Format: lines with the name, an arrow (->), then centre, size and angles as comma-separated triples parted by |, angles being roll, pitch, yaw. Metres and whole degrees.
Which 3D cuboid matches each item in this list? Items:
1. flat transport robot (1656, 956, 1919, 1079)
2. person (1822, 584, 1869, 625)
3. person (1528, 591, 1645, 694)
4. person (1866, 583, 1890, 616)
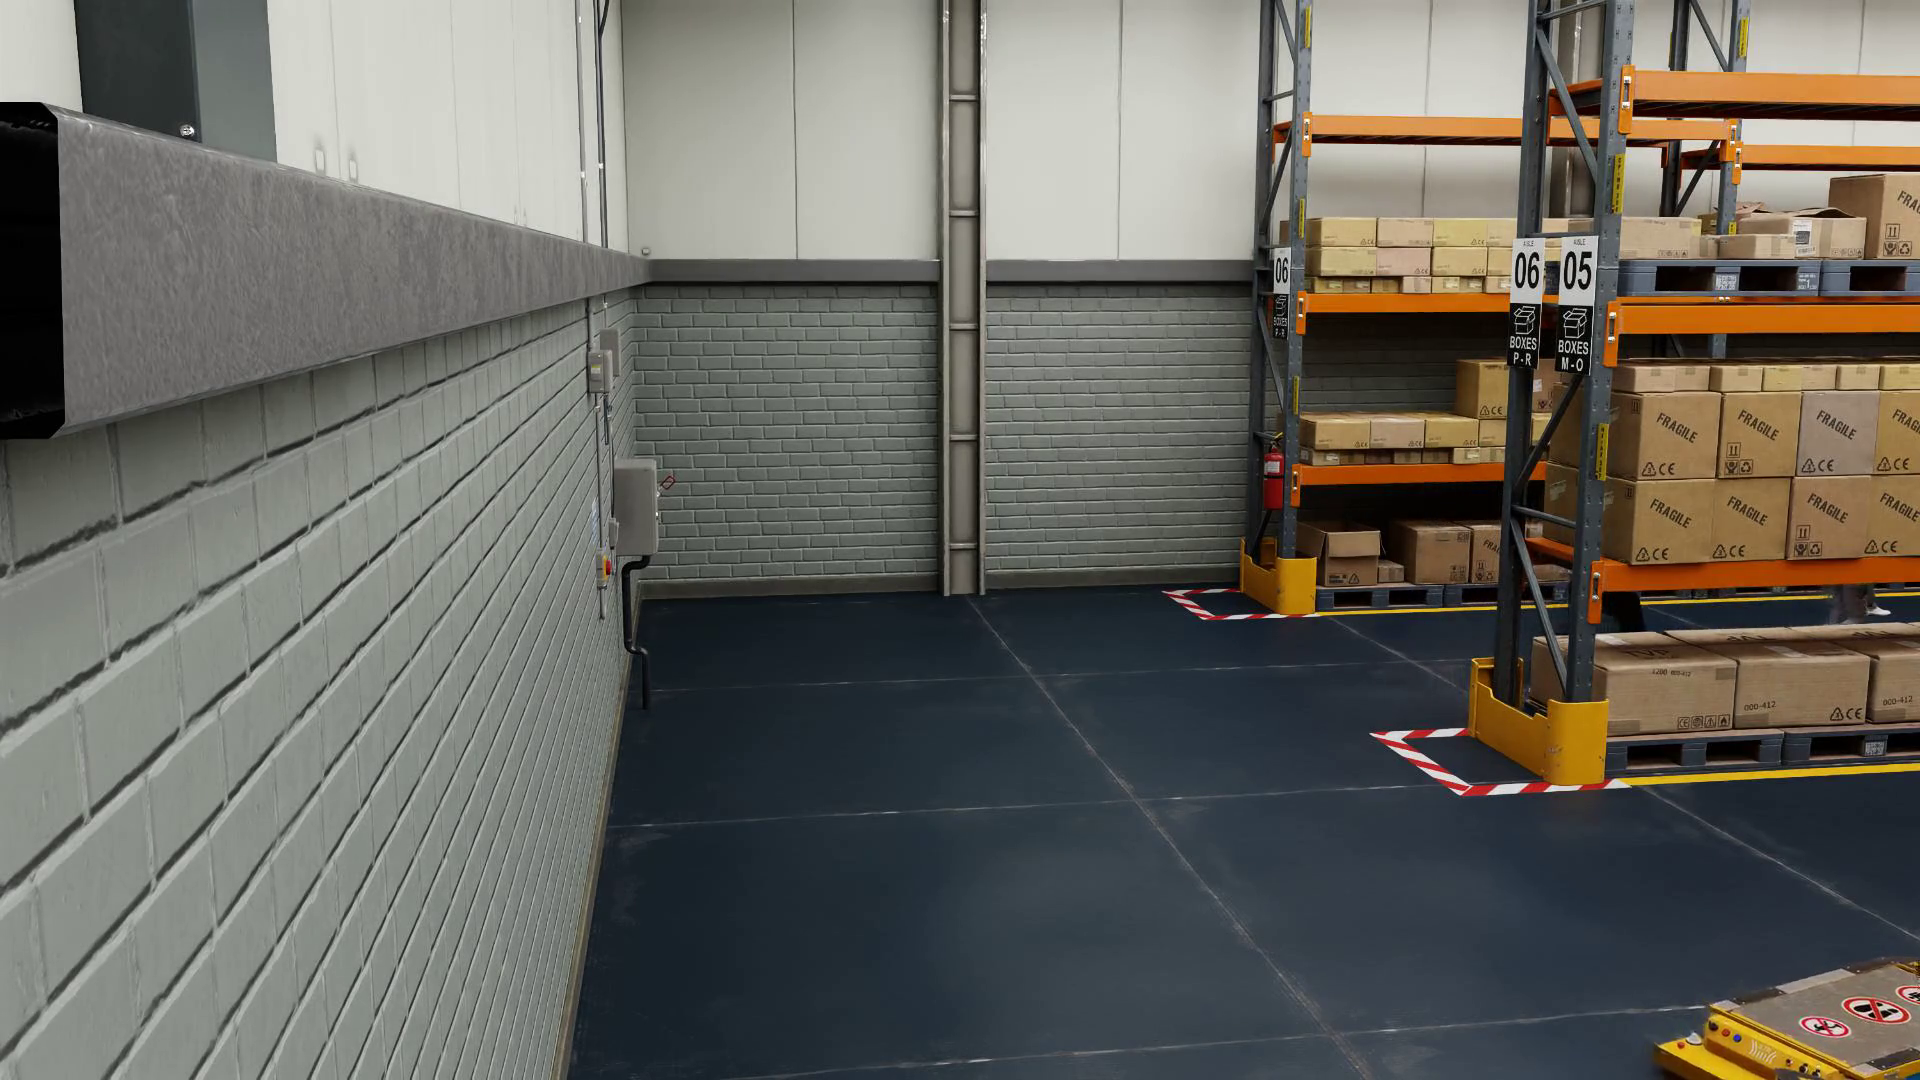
flat transport robot -> 3.412, 1.888, 6.293 | 1.431, 0.197, 0.652 | -4, 10, -26
person -> 6.312, 0.189, 11.946 | 0.567, 1.849, 0.512 | -2, 9, -13
person -> 4.452, 0.254, 11.510 | 1.056, 1.860, 0.601 | -2, 9, -11
person -> 8.052, -0.287, 14.668 | 0.405, 1.918, 0.580 | -2, 9, -11
